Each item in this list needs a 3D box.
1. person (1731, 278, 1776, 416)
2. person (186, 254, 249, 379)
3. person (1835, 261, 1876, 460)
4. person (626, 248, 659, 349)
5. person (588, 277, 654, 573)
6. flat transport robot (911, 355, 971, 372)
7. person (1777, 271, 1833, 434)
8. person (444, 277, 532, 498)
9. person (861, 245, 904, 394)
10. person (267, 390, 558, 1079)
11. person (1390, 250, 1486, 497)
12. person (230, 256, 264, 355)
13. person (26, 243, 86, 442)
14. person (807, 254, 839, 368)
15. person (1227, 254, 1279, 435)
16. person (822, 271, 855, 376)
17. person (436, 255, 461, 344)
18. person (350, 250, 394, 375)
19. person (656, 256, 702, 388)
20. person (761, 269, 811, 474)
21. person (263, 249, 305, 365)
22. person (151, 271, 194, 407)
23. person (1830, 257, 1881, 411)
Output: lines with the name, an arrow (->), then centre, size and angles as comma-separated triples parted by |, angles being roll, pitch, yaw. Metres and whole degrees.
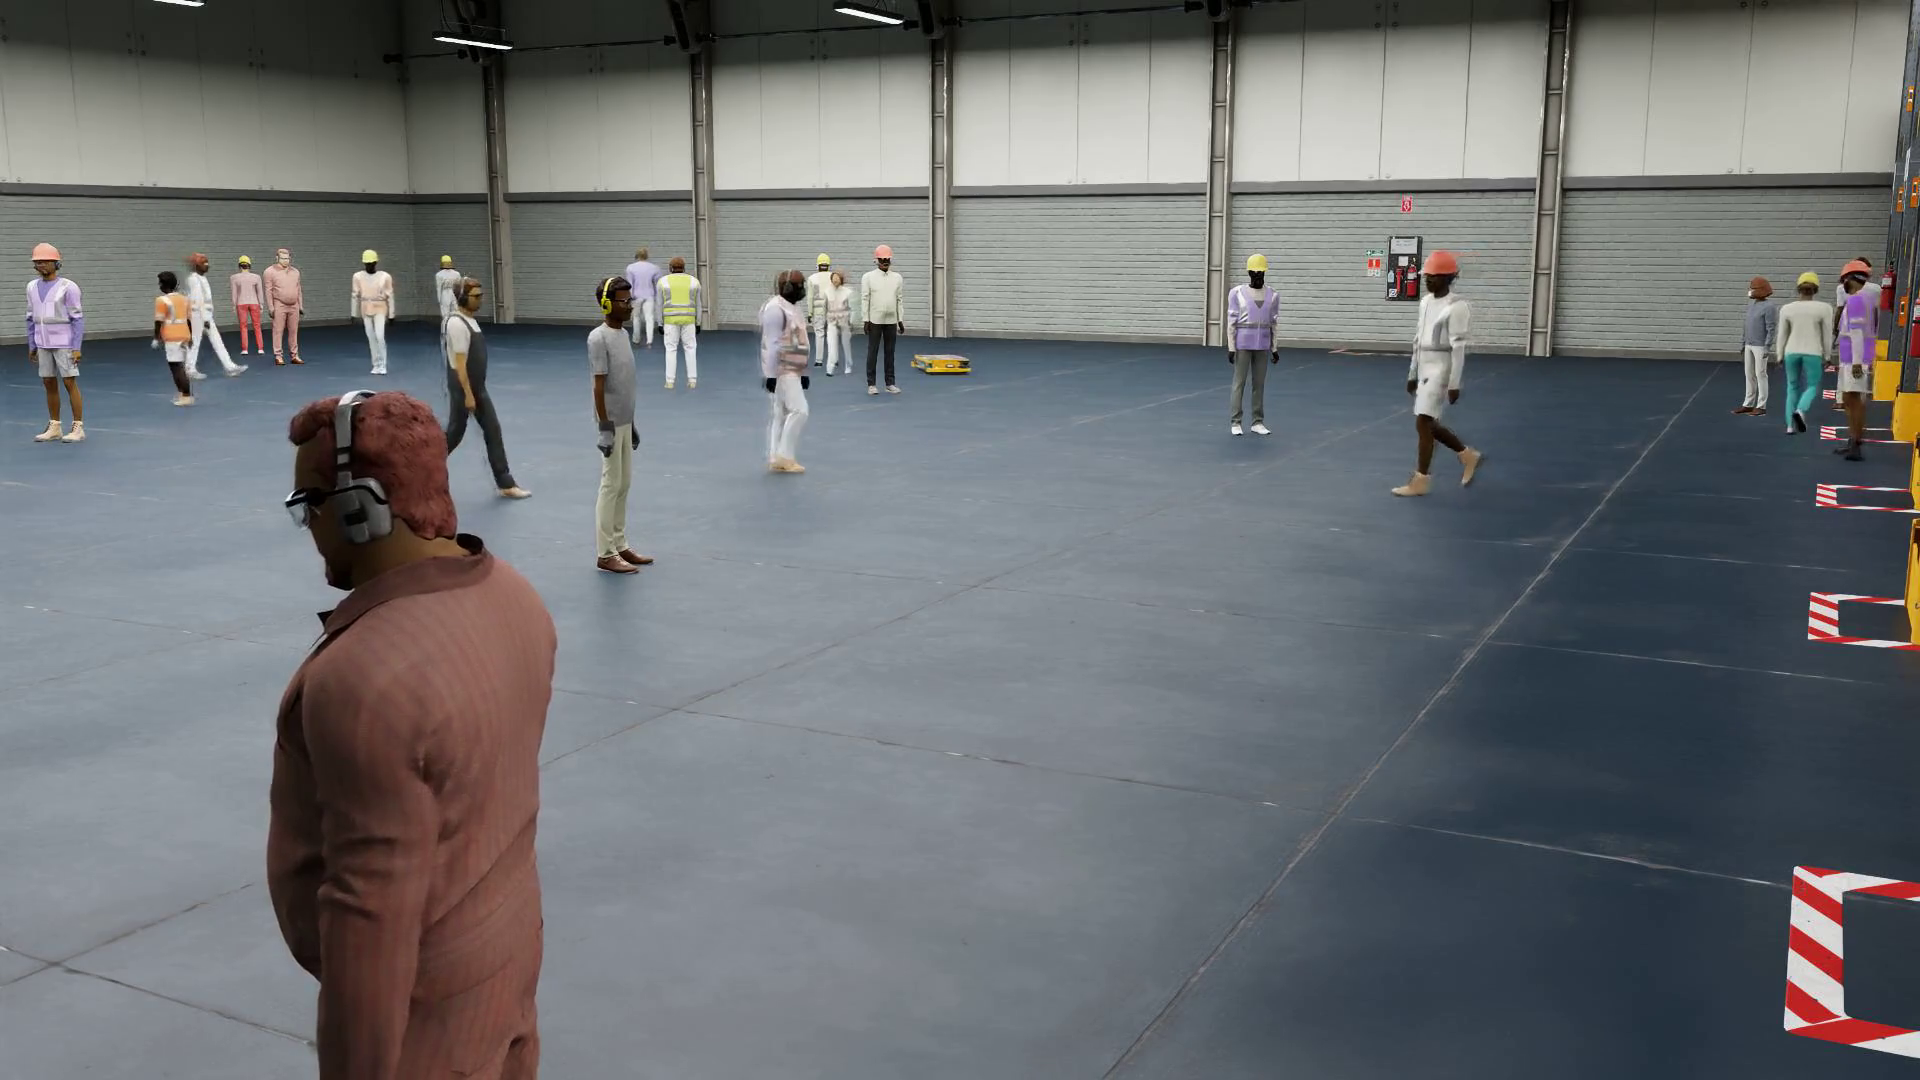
person -> 9.428, -2.286, 19.708 | 0.278, 1.631, 0.507 | -2, 11, -9
person -> -11.124, -3.306, 24.685 | 0.934, 1.842, 0.612 | -2, 10, -8
person -> 8.549, -1.714, 15.932 | 0.388, 1.892, 0.757 | 7, 12, 33
person -> -5.998, -4.564, 31.459 | 0.655, 1.882, 1.039 | -5, 11, -23
person -> -2.170, -0.731, 10.587 | 0.315, 1.870, 0.533 | 2, 11, 8
flat transport robot -> -0.305, -2.776, 26.097 | 0.652, 0.197, 1.431 | -2, 11, -13
person -> 8.962, -1.978, 17.700 | 0.536, 1.752, 0.471 | 8, 13, 39
person -> -4.007, -1.211, 13.406 | 0.959, 1.809, 0.528 | 1, 10, 5
person -> -1.036, -2.965, 22.425 | 0.609, 1.995, 0.378 | -5, 12, -27
person -> -0.861, 0.713, 2.626 | 0.409, 1.903, 0.639 | 1, 10, 4
person -> 3.945, -1.355, 13.592 | 0.797, 2.019, 0.624 | -2, 11, -9
person -> -12.729, -4.186, 29.710 | 0.533, 1.767, 0.326 | -6, 12, -29
person -> -9.338, -2.023, 17.141 | 0.615, 2.047, 0.357 | 2, 11, 12
person -> -2.179, -3.678, 26.752 | 0.586, 1.835, 0.404 | -3, 11, -18
person -> 3.142, -2.084, 17.801 | 0.584, 1.929, 0.371 | -3, 11, -14
person -> -1.846, -3.304, 25.380 | 0.532, 1.589, 0.900 | 2, 11, 9
person -> -10.050, -4.721, 32.710 | 0.484, 1.736, 0.305 | -6, 12, -29
person -> -8.997, -3.466, 25.419 | 0.613, 1.902, 0.703 | 0, 10, 2
person -> -3.924, -3.033, 23.245 | 0.630, 1.835, 0.429 | -3, 11, -17
person -> -1.508, -1.487, 14.834 | 0.537, 1.822, 0.655 | 2, 11, 10
person -> -11.116, -3.835, 27.430 | 0.407, 1.902, 0.639 | 8, 13, 36
person -> -9.834, -2.494, 20.707 | 0.570, 1.677, 0.541 | 2, 11, 9
person -> 10.867, -2.497, 20.219 | 0.534, 1.868, 0.309 | 2, 11, 11
